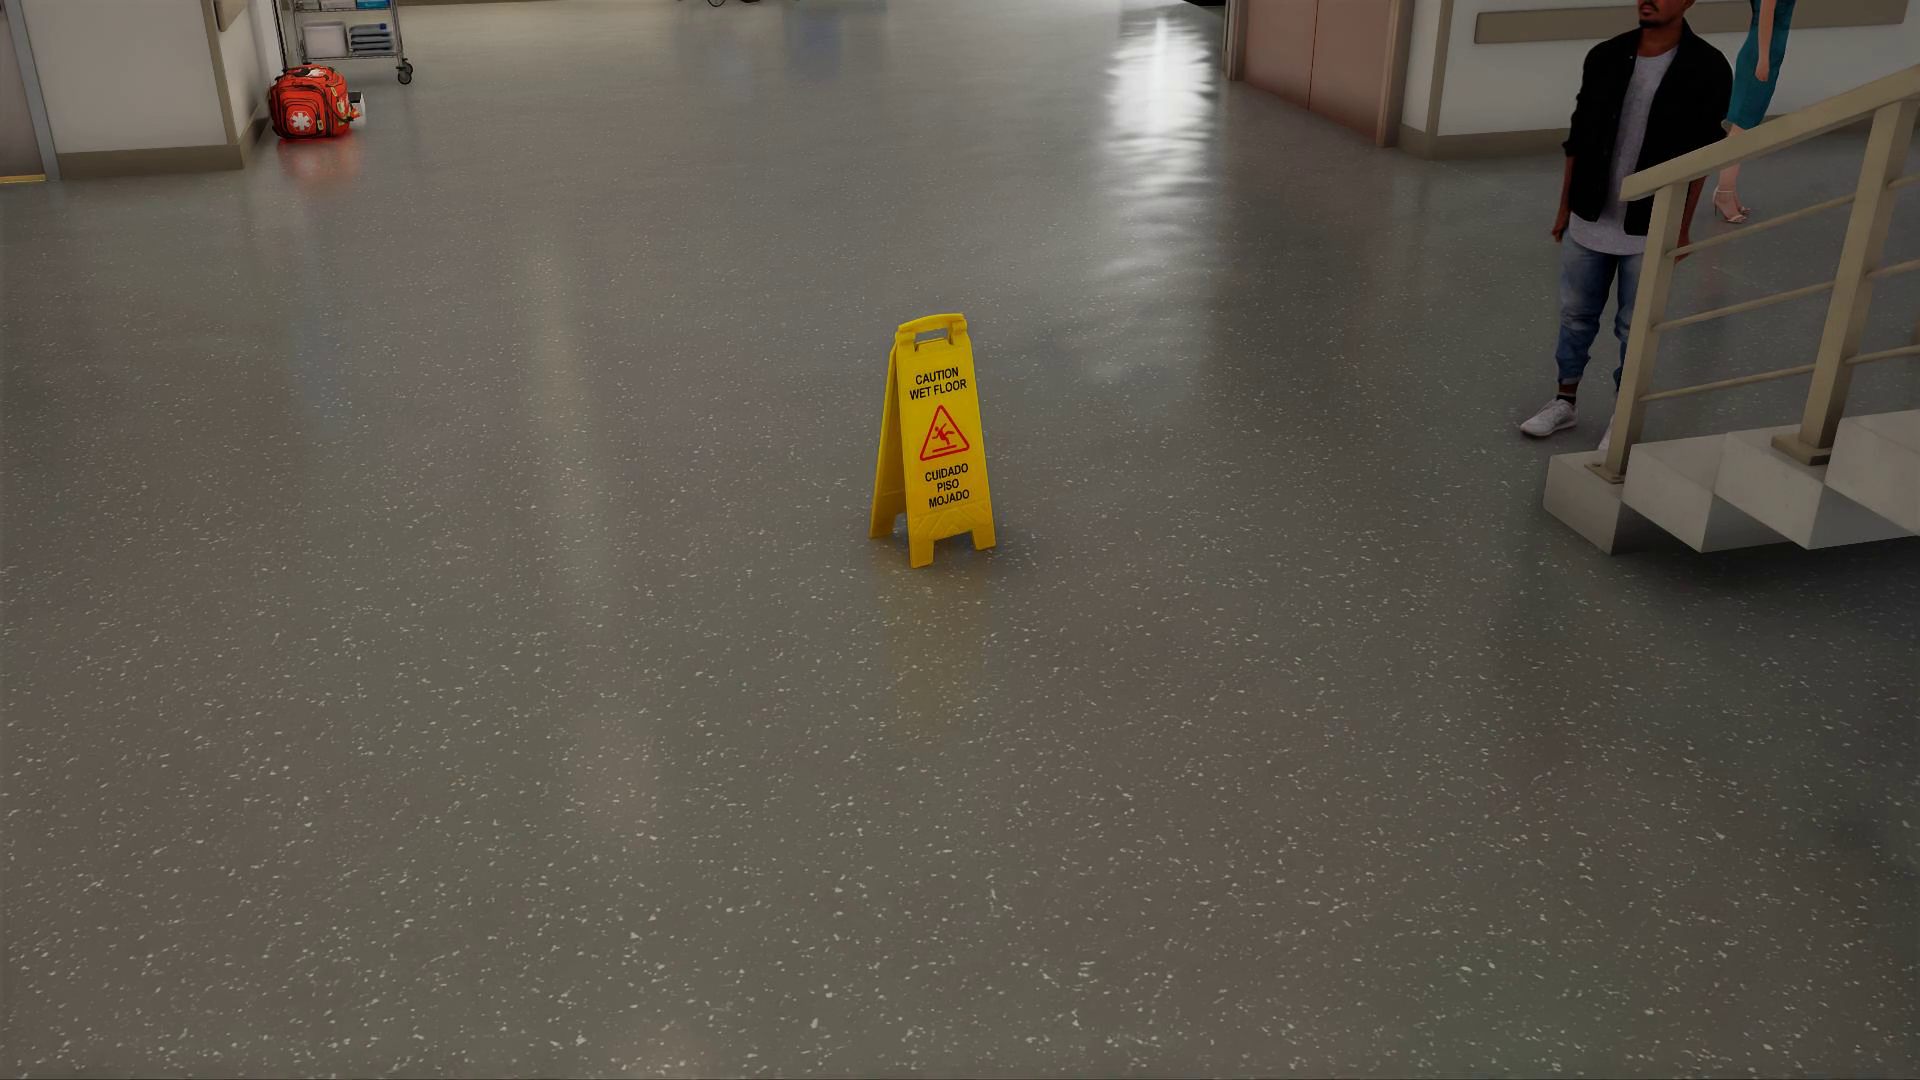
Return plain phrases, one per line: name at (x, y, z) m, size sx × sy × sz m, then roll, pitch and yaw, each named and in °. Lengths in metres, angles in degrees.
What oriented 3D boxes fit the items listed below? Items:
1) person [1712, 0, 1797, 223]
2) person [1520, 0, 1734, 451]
person at (4.334, -2.591, 9.020) m, size 0.671 × 1.687 × 0.609 m, roll 14°, pitch 29°, yaw 26°
person at (2.431, -1.217, 6.024) m, size 0.733 × 1.814 × 0.848 m, roll 22°, pitch 34°, yaw 38°
